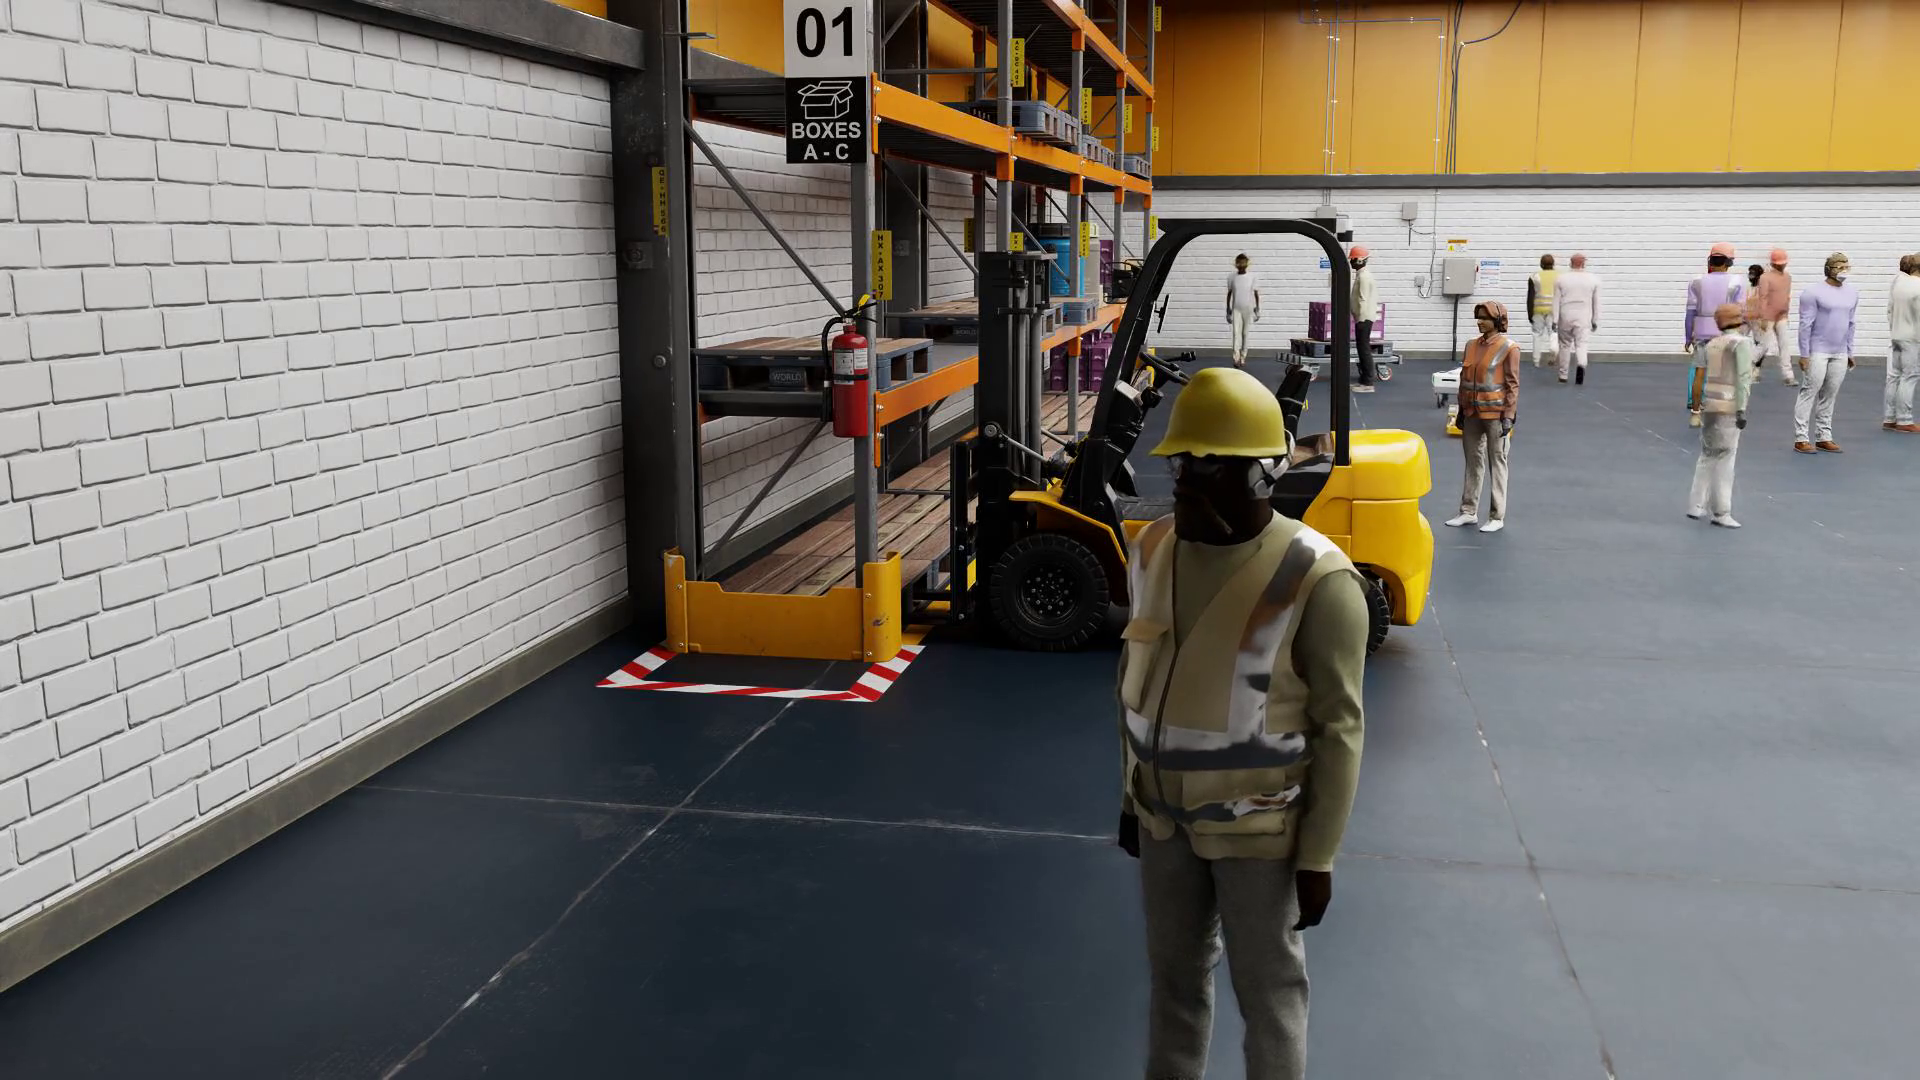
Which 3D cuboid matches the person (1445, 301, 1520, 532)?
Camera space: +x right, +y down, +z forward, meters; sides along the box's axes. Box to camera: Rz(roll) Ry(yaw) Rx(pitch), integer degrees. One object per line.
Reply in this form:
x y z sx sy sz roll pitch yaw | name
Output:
3.751 -0.879 11.861 0.310 1.642 0.514 -6 12 -29 | person

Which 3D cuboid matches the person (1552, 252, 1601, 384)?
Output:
8.775 -3.155 23.706 0.656 1.881 0.819 3 11 15 | person

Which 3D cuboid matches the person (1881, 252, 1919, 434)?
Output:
10.142 -2.103 17.756 0.353 1.937 0.635 1 10 4 | person

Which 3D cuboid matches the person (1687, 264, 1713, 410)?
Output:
9.083 -2.500 20.191 0.570 1.840 0.373 -5 12 -27 | person

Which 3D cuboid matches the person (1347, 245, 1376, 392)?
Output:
5.416 -2.993 22.544 0.432 1.981 0.634 1 10 7 | person

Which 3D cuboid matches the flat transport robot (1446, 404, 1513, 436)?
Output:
5.611 -1.304 17.949 0.652 0.197 1.431 3 11 17 | flat transport robot

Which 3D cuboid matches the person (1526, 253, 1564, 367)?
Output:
9.367 -3.655 26.562 0.634 1.823 0.697 2 11 12 | person

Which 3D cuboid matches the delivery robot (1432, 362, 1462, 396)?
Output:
6.161 -1.935 20.371 0.707 0.478 0.477 7 12 34 | delivery robot

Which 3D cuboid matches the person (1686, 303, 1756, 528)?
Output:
5.586 -0.909 12.127 0.326 1.611 0.607 -1 10 -3 | person

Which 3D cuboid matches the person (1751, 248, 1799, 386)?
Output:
11.480 -3.148 23.513 0.691 1.938 0.832 -5 11 -25 | person

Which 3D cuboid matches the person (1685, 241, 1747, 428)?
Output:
8.245 -2.227 18.157 0.615 2.038 0.395 8 13 36 | person

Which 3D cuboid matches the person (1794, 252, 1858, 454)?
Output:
8.394 -1.803 16.108 0.627 1.940 0.370 -3 11 -14 | person

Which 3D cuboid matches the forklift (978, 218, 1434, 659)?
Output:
1.285 -0.567 8.635 2.313 2.155 1.214 2 11 11 | forklift

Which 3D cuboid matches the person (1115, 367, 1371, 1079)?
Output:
0.538 0.560 3.445 0.404 1.834 0.591 -9 14 -40 | person

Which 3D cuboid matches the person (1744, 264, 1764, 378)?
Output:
11.588 -3.201 24.469 0.683 1.671 0.552 -5 12 -26 | person

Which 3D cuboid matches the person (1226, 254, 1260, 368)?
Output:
4.533 -3.668 26.671 0.537 1.822 0.971 2 10 8 | person

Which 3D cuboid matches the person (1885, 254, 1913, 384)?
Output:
13.311 -3.095 23.467 0.429 1.842 0.632 5 11 25 | person
